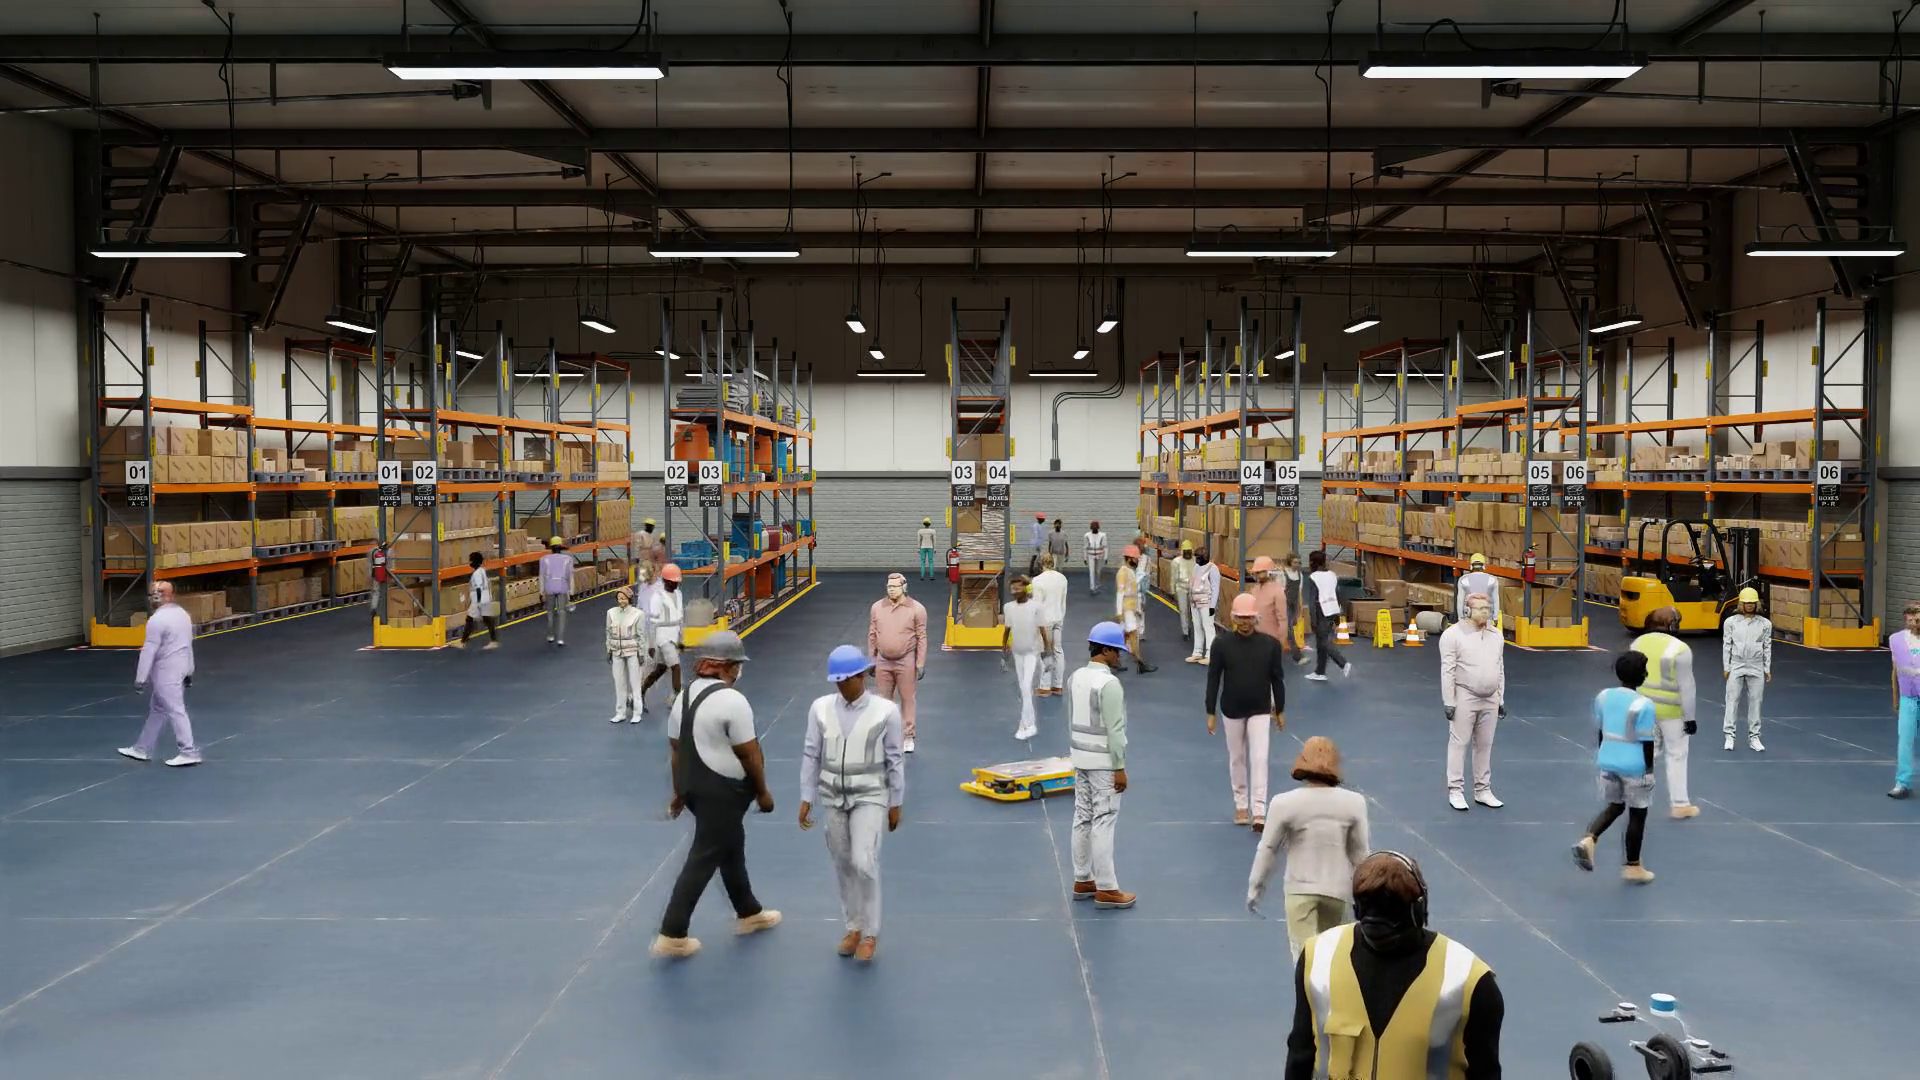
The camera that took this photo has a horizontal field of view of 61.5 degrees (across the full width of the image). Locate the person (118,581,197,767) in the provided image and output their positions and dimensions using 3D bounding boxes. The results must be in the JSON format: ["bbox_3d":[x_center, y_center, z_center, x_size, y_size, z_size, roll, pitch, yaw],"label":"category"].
[{"bbox_3d":[-8.161,1.355,16.338,0.933,1.864,0.679,0,2,-2],"label":"person"}]

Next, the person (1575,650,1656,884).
[{"bbox_3d":[4.750,1.633,11.625,0.503,1.683,0.541,-1,2,-24],"label":"person"}]

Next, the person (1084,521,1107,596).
[{"bbox_3d":[3.366,0.434,40.073,0.585,1.845,0.986,0,2,5],"label":"person"}]

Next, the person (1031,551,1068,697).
[{"bbox_3d":[1.170,1.119,21.553,0.627,1.935,0.371,-2,3,-43],"label":"person"}]

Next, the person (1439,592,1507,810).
[{"bbox_3d":[4.572,1.418,14.315,0.642,1.913,0.409,-1,2,-19],"label":"person"}]

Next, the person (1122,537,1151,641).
[{"bbox_3d":[3.152,0.860,29.136,0.579,1.850,0.877,0,2,-9],"label":"person"}]

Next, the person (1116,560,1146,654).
[{"bbox_3d":[2.859,1.061,26.855,0.523,1.623,0.491,1,2,21],"label":"person"}]

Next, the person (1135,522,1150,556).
[{"bbox_3d":[5.326,0.250,47.137,0.499,1.633,0.288,-1,2,-18],"label":"person"}]

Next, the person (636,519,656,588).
[{"bbox_3d":[-7.733,0.434,39.585,0.374,1.878,0.684,1,3,25],"label":"person"}]

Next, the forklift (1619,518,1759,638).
[{"bbox_3d":[13.417,0.684,29.791,2.313,2.155,1.214,0,2,0],"label":"forklift"}]

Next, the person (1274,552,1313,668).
[{"bbox_3d":[5.041,1.066,24.781,0.549,1.780,1.000,-2,3,-36],"label":"person"}]

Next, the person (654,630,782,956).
[{"bbox_3d":[-1.533,1.542,10.096,0.996,2.000,0.677,-2,3,-36],"label":"person"}]

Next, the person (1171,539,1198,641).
[{"bbox_3d":[4.075,0.885,29.032,0.600,1.809,0.718,0,2,-4],"label":"person"}]

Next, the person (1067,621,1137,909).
[{"bbox_3d":[0.971,1.531,11.133,0.406,1.937,0.602,-1,3,-25],"label":"person"}]

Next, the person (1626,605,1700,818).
[{"bbox_3d":[6.060,1.475,13.914,0.608,1.835,0.633,-1,2,-21],"label":"person"}]

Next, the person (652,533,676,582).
[{"bbox_3d":[-6.292,0.712,34.363,0.528,1.733,0.845,0,2,-6],"label":"person"}]

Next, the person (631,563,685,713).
[{"bbox_3d":[-3.676,1.216,19.891,0.945,1.883,0.569,1,2,21],"label":"person"}]

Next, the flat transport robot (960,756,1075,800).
[{"bbox_3d":[0.762,2.215,15.102,1.431,0.197,0.652,-2,3,-37],"label":"flat transport robot"}]

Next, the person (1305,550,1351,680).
[{"bbox_3d":[5.286,1.084,23.133,0.745,1.884,0.642,2,3,44],"label":"person"}]

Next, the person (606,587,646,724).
[{"bbox_3d":[-3.965,1.365,19.188,0.507,1.630,0.323,1,2,19],"label":"person"}]

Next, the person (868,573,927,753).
[{"bbox_3d":[-0.682,1.304,17.208,0.639,1.911,0.402,1,2,15],"label":"person"}]

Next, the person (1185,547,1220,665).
[{"bbox_3d":[3.790,1.020,25.259,0.429,1.839,0.622,-1,3,-29],"label":"person"}]

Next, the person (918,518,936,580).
[{"bbox_3d":[-0.929,0.252,45.459,0.533,1.768,0.311,0,2,1],"label":"person"}]

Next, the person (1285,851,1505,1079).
[{"bbox_3d":[1.264,1.831,4.771,0.629,1.842,0.429,1,3,28],"label":"person"}]

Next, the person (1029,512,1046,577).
[{"bbox_3d":[2.316,0.124,46.978,0.749,1.897,0.555,1,3,33],"label":"person"}]

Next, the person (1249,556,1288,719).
[{"bbox_3d":[3.626,1.183,19.441,0.529,1.976,0.622,-1,2,-20],"label":"person"}]

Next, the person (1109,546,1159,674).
[{"bbox_3d":[2.573,1.034,24.100,0.819,1.899,0.566,1,2,23],"label":"person"}]

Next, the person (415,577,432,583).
[{"bbox_3d":[-10.524,0.758,31.807,0.512,1.849,0.826,0,2,1],"label":"person"}]

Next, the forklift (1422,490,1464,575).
[{"bbox_3d":[13.926,-0.371,47.846,1.873,2.768,1.129,0,2,0],"label":"forklift"}]

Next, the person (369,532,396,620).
[{"bbox_3d":[-11.692,0.738,32.701,0.588,1.809,0.815,0,2,-5],"label":"person"}]

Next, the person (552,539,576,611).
[{"bbox_3d":[-8.452,0.773,34.485,0.503,1.594,0.830,0,2,-2],"label":"person"}]

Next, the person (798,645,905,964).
[{"bbox_3d":[-0.679,1.598,9.814,0.599,1.912,0.640,1,2,19],"label":"person"}]

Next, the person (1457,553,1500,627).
[{"bbox_3d":[7.499,1.101,23.369,0.586,1.824,0.403,1,2,13],"label":"person"}]

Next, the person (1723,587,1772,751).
[{"bbox_3d":[8.448,1.380,17.326,0.484,1.745,0.297,1,2,14],"label":"person"}]

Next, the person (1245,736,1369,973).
[{"bbox_3d":[1.771,1.805,8.244,0.626,1.594,0.682,0,2,-4],"label":"person"}]

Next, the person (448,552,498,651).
[{"bbox_3d":[-8.175,1.034,27.138,0.853,1.656,0.548,0,2,-4],"label":"person"}]

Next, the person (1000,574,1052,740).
[{"bbox_3d":[0.678,1.303,17.988,0.561,1.837,0.818,1,3,30],"label":"person"}]

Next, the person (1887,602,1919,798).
[{"bbox_3d":[8.918,1.456,14.899,0.987,1.793,0.613,-2,3,-37],"label":"person"}]

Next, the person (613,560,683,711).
[{"bbox_3d":[-3.903,1.196,20.280,1.066,1.870,0.637,-2,3,-37],"label":"person"}]

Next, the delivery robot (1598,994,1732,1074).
[{"bbox_3d":[3.224,2.207,7.408,0.335,0.223,0.698,-1,2,-13],"label":"delivery robot"}]

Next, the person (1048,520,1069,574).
[{"bbox_3d":[2.537,0.384,41.621,0.538,1.810,0.994,0,2,4],"label":"person"}]

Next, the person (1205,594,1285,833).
[{"bbox_3d":[2.357,1.430,13.361,0.657,1.952,0.978,0,2,11],"label":"person"}]

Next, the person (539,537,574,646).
[{"bbox_3d":[-7.034,0.885,28.158,0.598,1.869,0.992,-1,2,-17],"label":"person"}]
